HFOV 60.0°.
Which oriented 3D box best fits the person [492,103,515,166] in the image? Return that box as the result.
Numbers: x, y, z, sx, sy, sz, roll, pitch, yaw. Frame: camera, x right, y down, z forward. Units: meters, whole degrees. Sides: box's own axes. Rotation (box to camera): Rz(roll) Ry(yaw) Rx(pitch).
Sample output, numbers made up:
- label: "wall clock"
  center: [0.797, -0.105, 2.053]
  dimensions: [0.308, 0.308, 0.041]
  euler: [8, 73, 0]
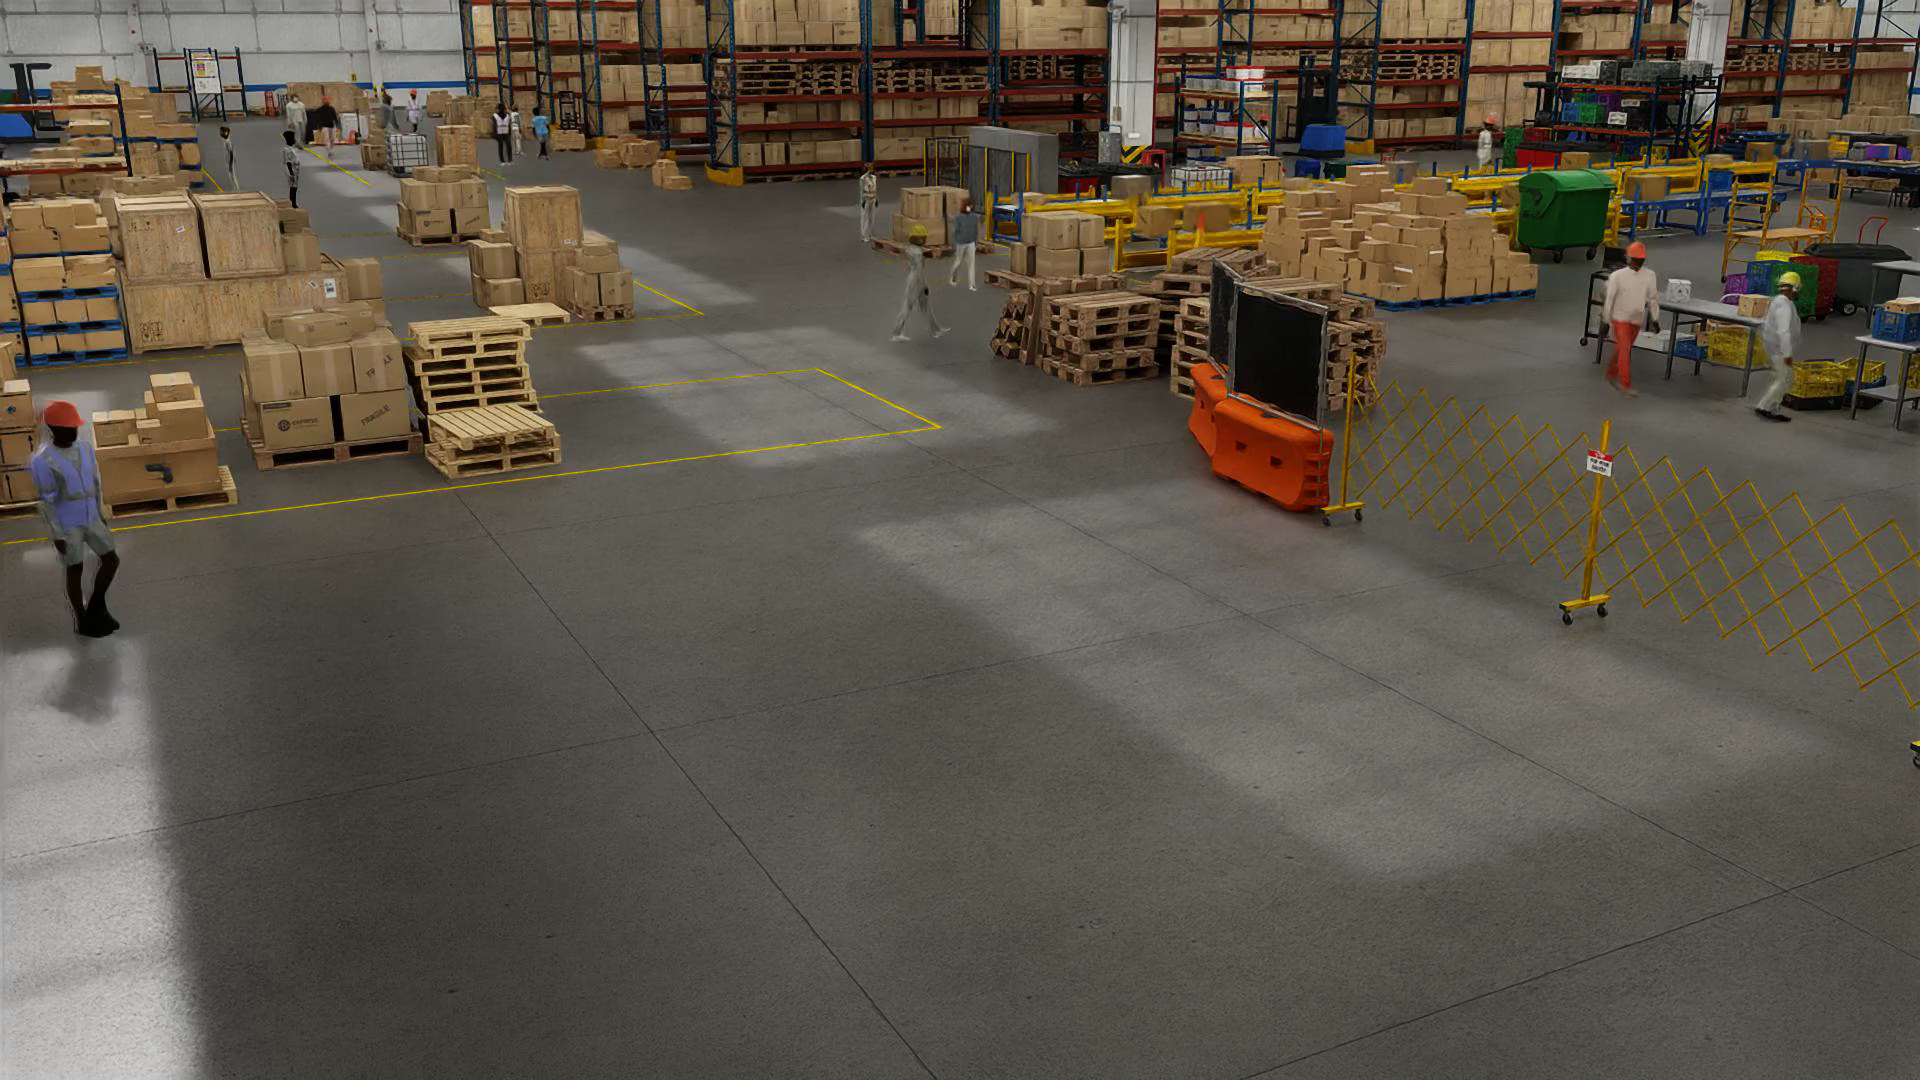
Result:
- label: "person"
  center: [-14.135, -12.554, 51.562]
  dimensions: [0.585, 1.900, 0.741]
  euler: [-12, 22, -34]

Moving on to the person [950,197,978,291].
- label: "person"
  center: [0.066, -5.198, 29.098]
  dimensions: [0.516, 1.609, 0.769]
  euler: [-8, 20, -24]

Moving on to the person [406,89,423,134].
- label: "person"
  center: [-20.005, -15.572, 61.016]
  dimensions: [0.544, 1.879, 1.010]
  euler: [-14, 22, -36]

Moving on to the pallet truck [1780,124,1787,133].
- label: "pallet truck"
  center: [25.206, -12.542, 52.601]
  dimensions: [1.601, 1.201, 0.680]
  euler: [0, 18, -2]

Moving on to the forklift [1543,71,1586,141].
- label: "forklift"
  center: [18.685, -13.231, 52.085]
  dimensions: [1.873, 2.768, 1.129]
  euler: [-9, 20, -26]

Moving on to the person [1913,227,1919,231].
- label: "person"
  center: [21.432, -7.685, 36.393]
  dimensions: [0.687, 1.882, 0.654]
  euler: [12, 21, 32]

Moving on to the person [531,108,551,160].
- label: "person"
  center: [-13.516, -13.098, 53.656]
  dimensions: [0.577, 1.631, 0.864]
  euler: [-14, 22, -36]

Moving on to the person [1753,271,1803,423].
- label: "person"
  center: [9.677, -2.255, 19.603]
  dimensions: [0.421, 1.801, 0.625]
  euler: [6, 19, 19]

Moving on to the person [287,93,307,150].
- label: "person"
  center: [-22.884, -14.444, 57.405]
  dimensions: [0.627, 1.927, 0.601]
  euler: [-15, 23, -39]

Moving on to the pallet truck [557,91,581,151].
- label: "pallet truck"
  center: [-13.495, -14.412, 57.188]
  dimensions: [0.823, 1.965, 1.885]
  euler: [-3, 18, -9]

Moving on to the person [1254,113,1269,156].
- label: "person"
  center: [8.395, -10.856, 46.199]
  dimensions: [0.366, 1.935, 0.552]
  euler: [15, 23, 40]

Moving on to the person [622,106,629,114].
- label: "person"
  center: [-12.446, -15.606, 61.159]
  dimensions: [0.625, 1.847, 0.429]
  euler: [-13, 22, -34]

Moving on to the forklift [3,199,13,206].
- label: "forklift"
  center: [-24.498, -9.585, 40.717]
  dimensions: [1.873, 2.768, 1.129]
  euler: [-9, 20, -26]

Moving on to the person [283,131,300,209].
- label: "person"
  center: [-15.847, -8.722, 39.498]
  dimensions: [0.365, 1.965, 0.608]
  euler: [-5, 18, -14]

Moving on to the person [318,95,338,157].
- label: "person"
  center: [-20.894, -13.683, 54.957]
  dimensions: [0.636, 1.976, 0.531]
  euler: [-14, 23, -38]

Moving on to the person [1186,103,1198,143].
- label: "person"
  center: [7.728, -13.815, 55.850]
  dimensions: [0.535, 1.673, 0.685]
  euler: [-8, 20, -25]

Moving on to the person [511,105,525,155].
- label: "person"
  center: [-14.814, -13.707, 55.568]
  dimensions: [0.309, 1.641, 0.514]
  euler: [-15, 23, -39]

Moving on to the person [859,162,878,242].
- label: "person"
  center: [-1.924, -7.109, 34.996]
  dimensions: [0.307, 1.641, 0.513]
  euler: [12, 21, 33]

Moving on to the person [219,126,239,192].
- label: "person"
  center: [-18.544, -9.540, 42.210]
  dimensions: [0.313, 1.866, 0.538]
  euler: [-8, 20, -24]

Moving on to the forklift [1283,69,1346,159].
- label: "forklift"
  center: [11.615, -13.871, 54.079]
  dimensions: [1.129, 2.768, 1.873]
  euler: [-9, 20, -27]

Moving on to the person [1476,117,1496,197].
- label: "person"
  center: [13.648, -9.947, 43.209]
  dimensions: [0.417, 2.031, 0.710]
  euler: [0, 18, 0]

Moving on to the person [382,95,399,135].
- label: "person"
  center: [-19.093, -13.968, 55.940]
  dimensions: [0.867, 1.902, 0.653]
  euler: [1, 18, 4]

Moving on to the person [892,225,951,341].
- label: "person"
  center: [-0.597, -3.786, 24.551]
  dimensions: [0.916, 1.692, 0.505]
  euler: [-2, 18, -7]

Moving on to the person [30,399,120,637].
- label: "person"
  center: [-6.803, -0.152, 12.852]
  dimensions: [0.447, 1.918, 0.581]
  euler: [6, 19, 19]

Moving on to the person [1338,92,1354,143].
- label: "person"
  center: [13.704, -14.935, 59.036]
  dimensions: [0.934, 1.879, 0.643]
  euler: [-8, 19, -23]

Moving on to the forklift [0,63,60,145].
- label: "forklift"
  center: [-33.500, -15.620, 59.532]
  dimensions: [1.873, 2.768, 1.129]
  euler: [-9, 20, -26]

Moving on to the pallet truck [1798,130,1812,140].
- label: "pallet truck"
  center: [25.526, -11.556, 49.408]
  dimensions: [1.630, 1.274, 0.653]
  euler: [-9, 20, -26]

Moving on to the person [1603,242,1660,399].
- label: "person"
  center: [8.498, -2.805, 21.099]
  dimensions: [0.622, 1.947, 1.023]
  euler: [-2, 18, -8]
